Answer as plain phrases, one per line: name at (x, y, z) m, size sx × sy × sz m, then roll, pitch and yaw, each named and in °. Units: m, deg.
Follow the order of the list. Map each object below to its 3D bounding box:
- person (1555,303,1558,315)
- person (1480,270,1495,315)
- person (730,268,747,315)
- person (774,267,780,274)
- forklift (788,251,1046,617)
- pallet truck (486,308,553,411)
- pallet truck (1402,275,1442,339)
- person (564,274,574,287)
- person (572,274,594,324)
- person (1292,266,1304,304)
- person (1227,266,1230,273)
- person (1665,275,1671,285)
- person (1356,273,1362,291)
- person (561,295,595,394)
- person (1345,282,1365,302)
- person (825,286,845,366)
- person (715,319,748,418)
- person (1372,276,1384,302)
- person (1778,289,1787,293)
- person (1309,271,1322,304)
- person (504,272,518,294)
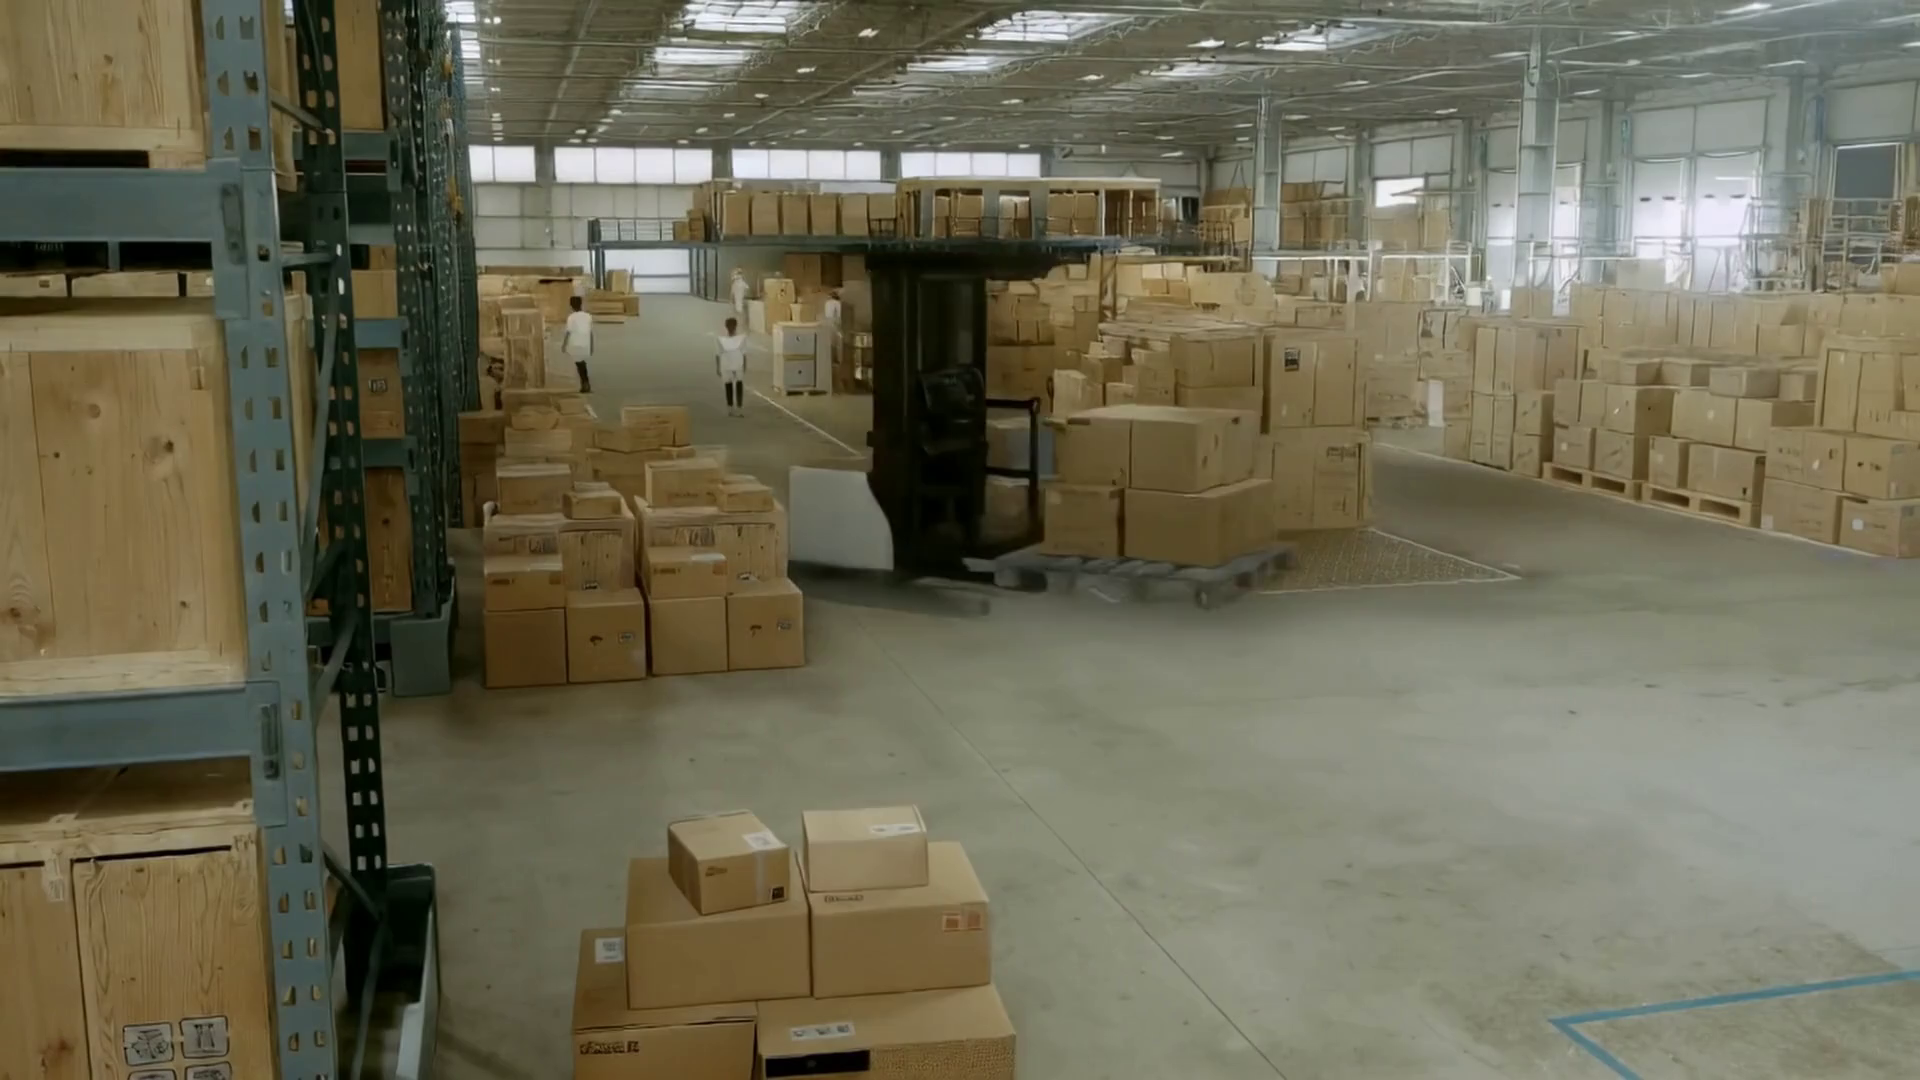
person at (17.428, -6.724, 49.109) m, size 0.578 × 1.877 × 0.355 m, roll -6°, pitch 12°, yaw -31°
person at (21.220, -9.911, 66.983) m, size 0.542 × 1.931 × 0.375 m, roll 8°, pitch 13°, yaw 38°
person at (-9.291, -10.463, 69.800) m, size 0.683 × 2.000 × 0.982 m, roll -1°, pitch 10°, yaw -3°
person at (-8.143, -11.251, 74.585) m, size 0.594 × 1.922 × 0.375 m, roll 4°, pitch 11°, yaw 20°
forklift at (-0.383, -0.928, 13.426) m, size 1.873 × 2.768 × 1.129 m, roll 6°, pitch 12°, yaw 29°
pallet truck at (-6.242, -2.418, 24.362) m, size 0.823 × 1.965 × 1.885 m, roll 1°, pitch 10°, yaw 3°
pallet truck at (14.620, -7.324, 52.145) m, size 0.823 × 1.965 × 1.885 m, roll 8°, pitch 13°, yaw 40°
person at (-16.841, -10.635, 71.764) m, size 0.530 × 1.699 × 0.934 m, roll 3°, pitch 11°, yaw 18°
person at (-13.686, -8.638, 59.918) m, size 0.990 × 1.893 × 0.546 m, roll -4°, pitch 11°, yaw -19°
person at (16.013, -11.896, 78.194) m, size 1.012 × 1.937 × 0.644 m, roll 3°, pitch 10°, yaw 15°
person at (12.669, -12.034, 78.942) m, size 0.614 × 1.950 × 0.375 m, roll 3°, pitch 10°, yaw 15°
person at (22.161, -7.342, 52.303) m, size 0.639 × 1.974 × 0.480 m, roll 7°, pitch 12°, yaw 36°
person at (16.617, -10.320, 69.754) m, size 0.296 × 1.772 × 0.533 m, roll -9°, pitch 13°, yaw -40°
person at (-7.472, -3.795, 32.351) m, size 0.750 × 1.934 × 0.609 m, roll 5°, pitch 11°, yaw 28°
person at (11.515, -6.591, 48.437) m, size 0.635 × 1.842 × 0.429 m, roll -2°, pitch 10°, yaw -9°
person at (-2.951, -5.113, 39.865) m, size 0.570 × 1.907 × 0.771 m, roll 9°, pitch 13°, yaw 41°
person at (-3.848, -2.901, 28.055) m, size 0.548 × 1.644 × 0.889 m, roll -1°, pitch 10°, yaw -7°
person at (17.456, -10.165, 69.194) m, size 0.867 × 1.653 × 0.520 m, roll -6°, pitch 12°, yaw -32°
person at (18.363, -4.667, 37.347) m, size 0.644 × 1.916 × 0.703 m, roll 2°, pitch 10°, yaw 11°
person at (15.226, -10.642, 71.468) m, size 0.714 × 1.814 × 0.620 m, roll -10°, pitch 14°, yaw -43°
person at (-18.331, -10.041, 67.958) m, size 0.576 × 1.855 × 0.854 m, roll -2°, pitch 10°, yaw -10°
